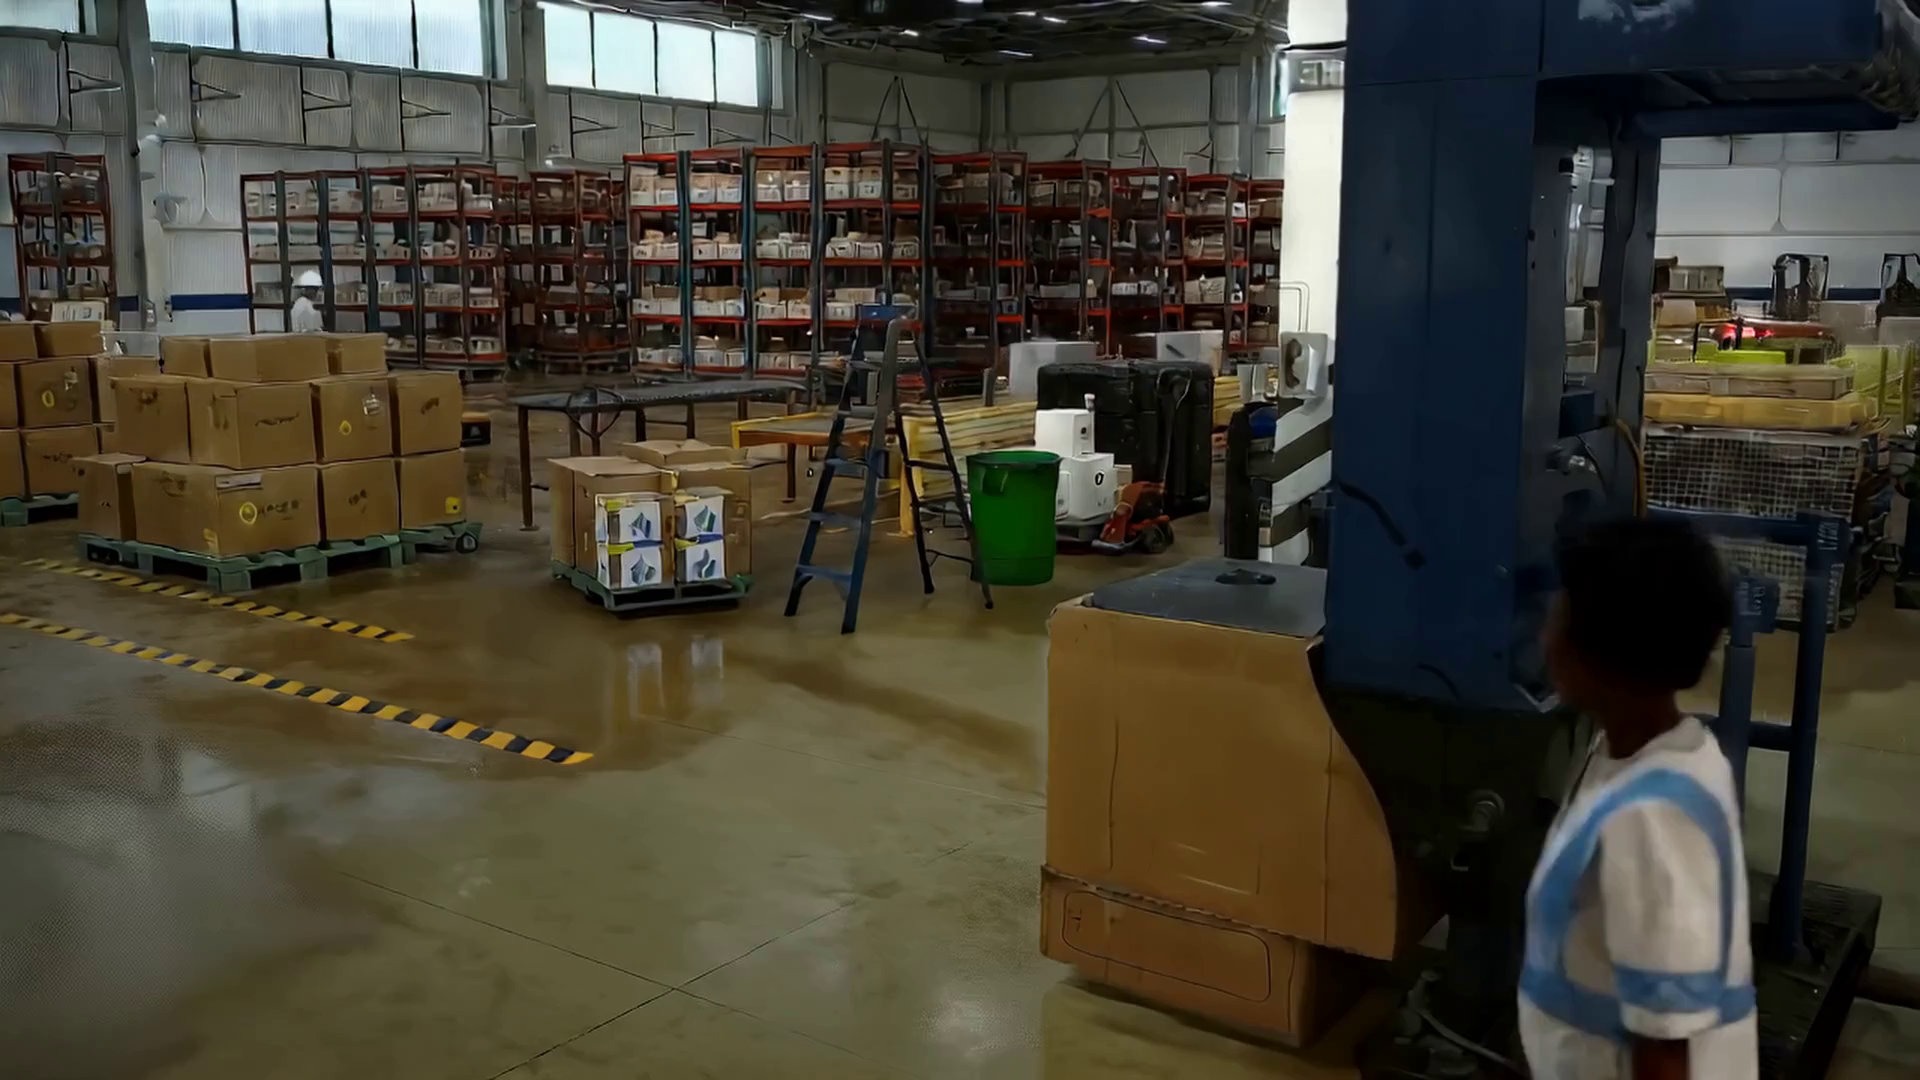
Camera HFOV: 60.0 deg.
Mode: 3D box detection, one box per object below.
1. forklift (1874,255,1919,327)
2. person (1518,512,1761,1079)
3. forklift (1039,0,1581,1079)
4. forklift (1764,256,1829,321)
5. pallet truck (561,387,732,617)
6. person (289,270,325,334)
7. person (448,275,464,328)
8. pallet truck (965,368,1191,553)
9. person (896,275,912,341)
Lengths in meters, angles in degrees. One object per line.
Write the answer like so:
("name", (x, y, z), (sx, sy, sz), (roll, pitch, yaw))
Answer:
("forklift", (22.089, -5.634, 38.796), (1.157, 1.987, 2.680), (6, 11, 33))
("person", (0.917, 0.802, 2.332), (0.399, 1.686, 0.546), (5, 11, 27))
("forklift", (1.249, -0.137, 4.360), (1.873, 2.768, 1.129), (7, 12, 35))
("forklift", (20.253, -5.854, 40.139), (1.157, 1.987, 2.680), (7, 12, 35))
("pallet truck", (-1.981, -0.274, 10.088), (0.680, 1.201, 1.601), (-5, 11, -28))
("person", (-7.575, -2.136, 19.105), (0.762, 1.922, 0.607), (-3, 10, -16))
("person", (-10.749, -4.822, 35.485), (0.564, 1.802, 0.958), (4, 10, 25))
("pallet truck", (0.845, -0.609, 11.869), (1.630, 1.274, 0.653), (7, 12, 35))
("person", (-0.971, -3.532, 27.745), (0.694, 1.803, 0.604), (-7, 12, -35))
